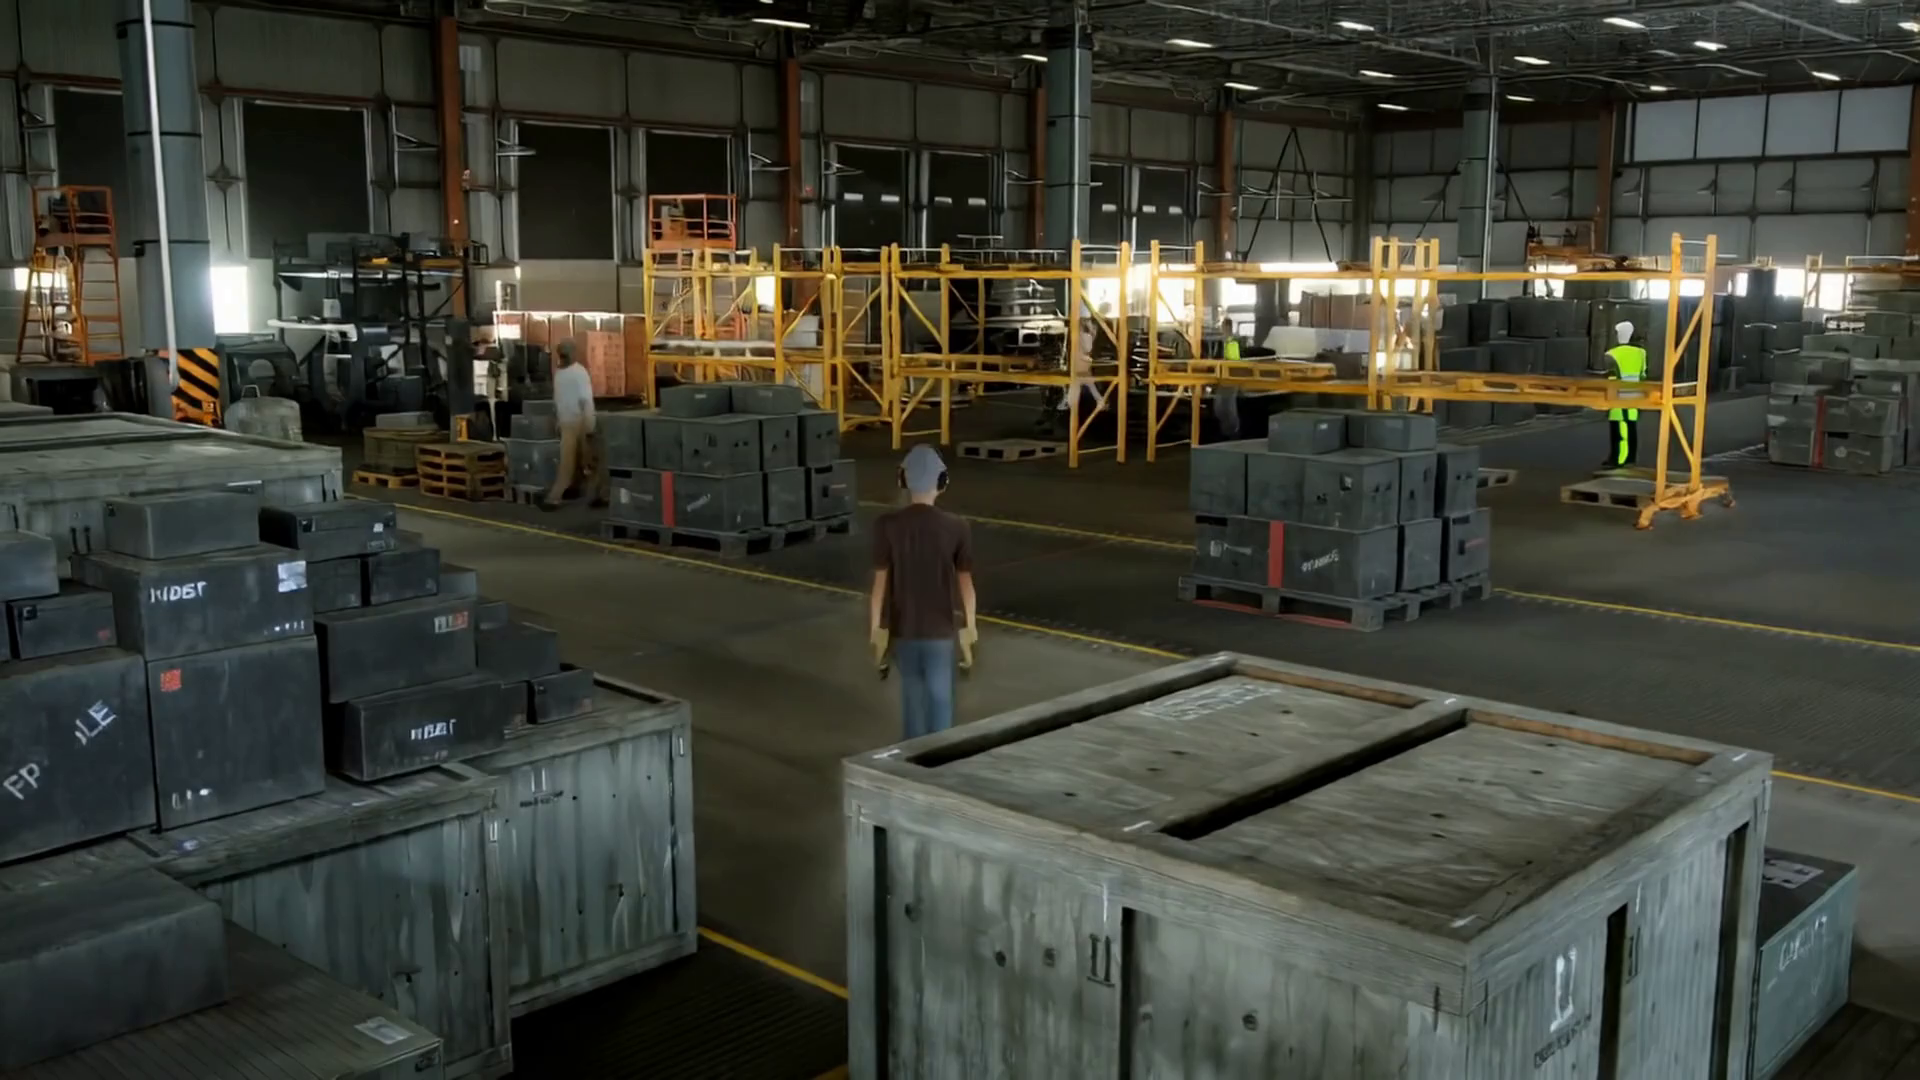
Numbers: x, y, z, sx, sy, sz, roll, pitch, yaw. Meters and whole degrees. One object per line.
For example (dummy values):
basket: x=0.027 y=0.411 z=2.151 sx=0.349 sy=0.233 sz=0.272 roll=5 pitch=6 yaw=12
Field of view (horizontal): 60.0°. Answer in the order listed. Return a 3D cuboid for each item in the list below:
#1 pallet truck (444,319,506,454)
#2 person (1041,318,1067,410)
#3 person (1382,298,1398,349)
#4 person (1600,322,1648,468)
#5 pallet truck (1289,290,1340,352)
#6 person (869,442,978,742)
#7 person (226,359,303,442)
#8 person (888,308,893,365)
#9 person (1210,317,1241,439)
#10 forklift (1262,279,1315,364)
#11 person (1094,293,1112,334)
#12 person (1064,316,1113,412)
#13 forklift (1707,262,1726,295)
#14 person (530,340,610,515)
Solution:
pallet truck: x=-6.981 y=-1.942 z=22.150 sx=1.885 sy=1.965 sz=0.823 roll=1 pitch=9 yaw=9
person: x=1.768 y=-3.320 z=31.415 sx=0.485 sy=1.737 sz=0.322 roll=2 pitch=10 yaw=13
person: x=11.742 y=-5.690 z=45.476 sx=0.337 sy=1.882 sz=0.585 roll=-3 pitch=10 yaw=-16
person: x=8.844 y=-1.931 z=22.200 sx=0.607 sy=1.958 sz=0.397 roll=-1 pitch=9 yaw=-8
pallet truck: x=11.297 y=-6.951 z=52.861 sx=1.885 sy=1.965 sz=0.823 roll=-5 pitch=11 yaw=-29
person: x=-0.181 y=0.466 z=7.882 sx=0.514 sy=1.847 sz=0.788 roll=1 pitch=9 yaw=7
person: x=-5.754 y=-0.541 z=13.827 sx=0.589 sy=1.915 sz=0.395 roll=-3 pitch=10 yaw=-15
person: x=-1.832 y=-5.289 z=43.795 sx=0.315 sy=1.634 sz=0.516 roll=3 pitch=10 yaw=17
person: x=4.106 y=-2.504 z=25.878 sx=0.634 sy=1.898 sz=0.637 roll=1 pitch=9 yaw=5
forklift: x=8.560 y=-6.090 z=44.881 sx=1.873 sy=2.768 sz=1.129 roll=9 pitch=13 yaw=43
person: x=4.421 y=-6.661 z=51.303 sx=0.544 sy=1.929 sz=0.386 roll=0 pitch=9 yaw=-3
person: x=2.368 y=-3.254 z=30.881 sx=1.009 sy=1.775 sz=0.541 roll=-3 pitch=10 yaw=-15
forklift: x=20.227 y=-6.065 z=44.733 sx=1.873 sy=2.768 sz=1.129 roll=7 pitch=12 yaw=37
person: x=-4.242 y=-1.227 z=18.137 sx=0.998 sy=1.884 sz=0.650 roll=-7 pitch=12 yaw=-37
